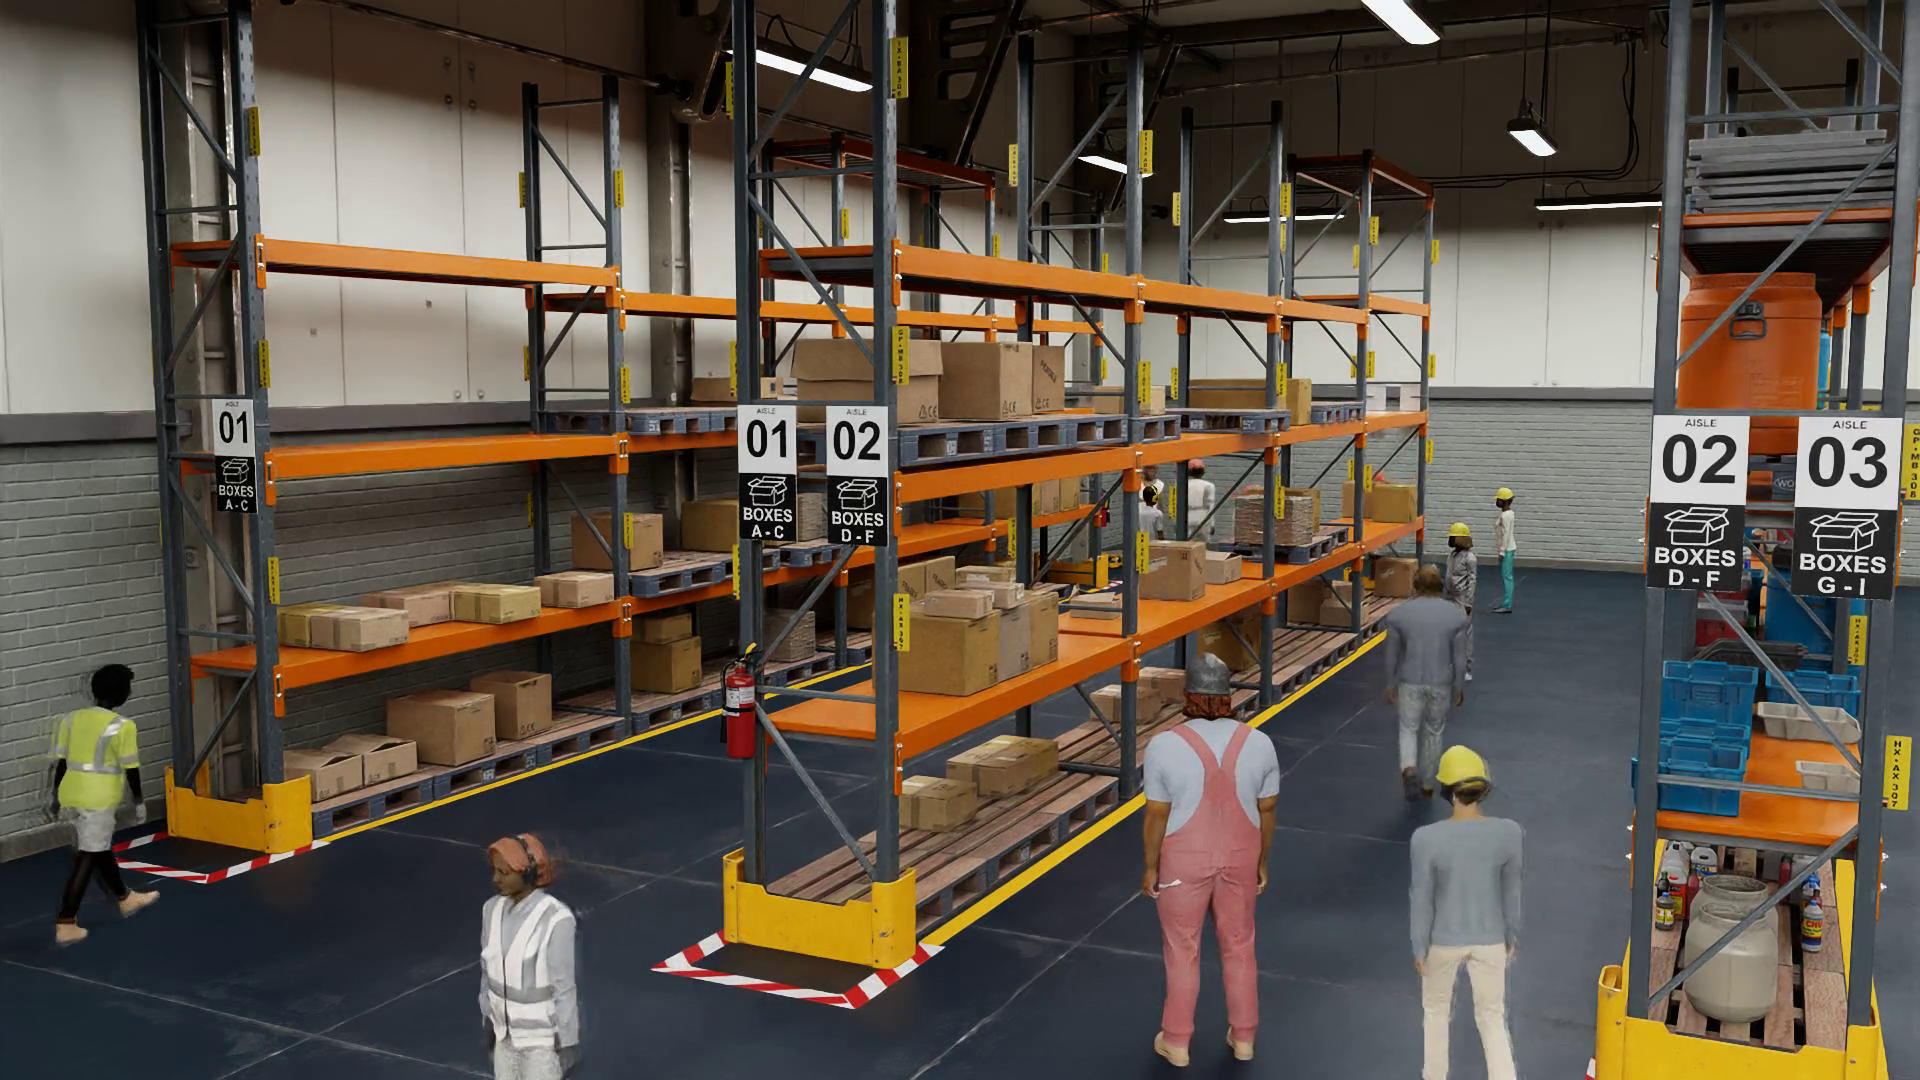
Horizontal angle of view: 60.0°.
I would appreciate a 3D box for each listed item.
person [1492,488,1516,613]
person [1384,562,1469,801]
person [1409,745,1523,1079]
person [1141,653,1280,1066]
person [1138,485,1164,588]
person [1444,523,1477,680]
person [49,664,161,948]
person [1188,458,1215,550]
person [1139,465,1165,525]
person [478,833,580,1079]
[{"bbox_3d":[7.644,0.147,23.378,0.320,1.769,0.523,3,6,23],"label":"person"},{"bbox_3d":[3.656,1.134,13.065,0.630,1.923,0.617,2,6,15],"label":"person"},{"bbox_3d":[2.280,1.796,7.461,0.528,1.739,0.746,0,6,1],"label":"person"},{"bbox_3d":[1.207,1.565,8.273,0.684,2.000,0.535,-1,6,-9],"label":"person"},{"bbox_3d":[2.556,0.194,22.423,0.520,1.873,0.328,5,8,40],"label":"person"},{"bbox_3d":[5.485,0.677,18.331,0.296,1.745,0.485,-2,6,-18],"label":"person"},{"bbox_3d":[-5.183,1.570,10.081,0.579,1.637,0.838,3,6,23],"label":"person"},{"bbox_3d":[3.777,-0.308,26.666,0.619,2.013,0.852,2,6,17],"label":"person"},{"bbox_3d":[3.213,-0.421,28.646,0.624,1.818,0.530,0,6,4],"label":"person"},{"bbox_3d":[-1.681,1.947,6.554,0.533,1.624,0.405,4,7,37],"label":"person"}]
